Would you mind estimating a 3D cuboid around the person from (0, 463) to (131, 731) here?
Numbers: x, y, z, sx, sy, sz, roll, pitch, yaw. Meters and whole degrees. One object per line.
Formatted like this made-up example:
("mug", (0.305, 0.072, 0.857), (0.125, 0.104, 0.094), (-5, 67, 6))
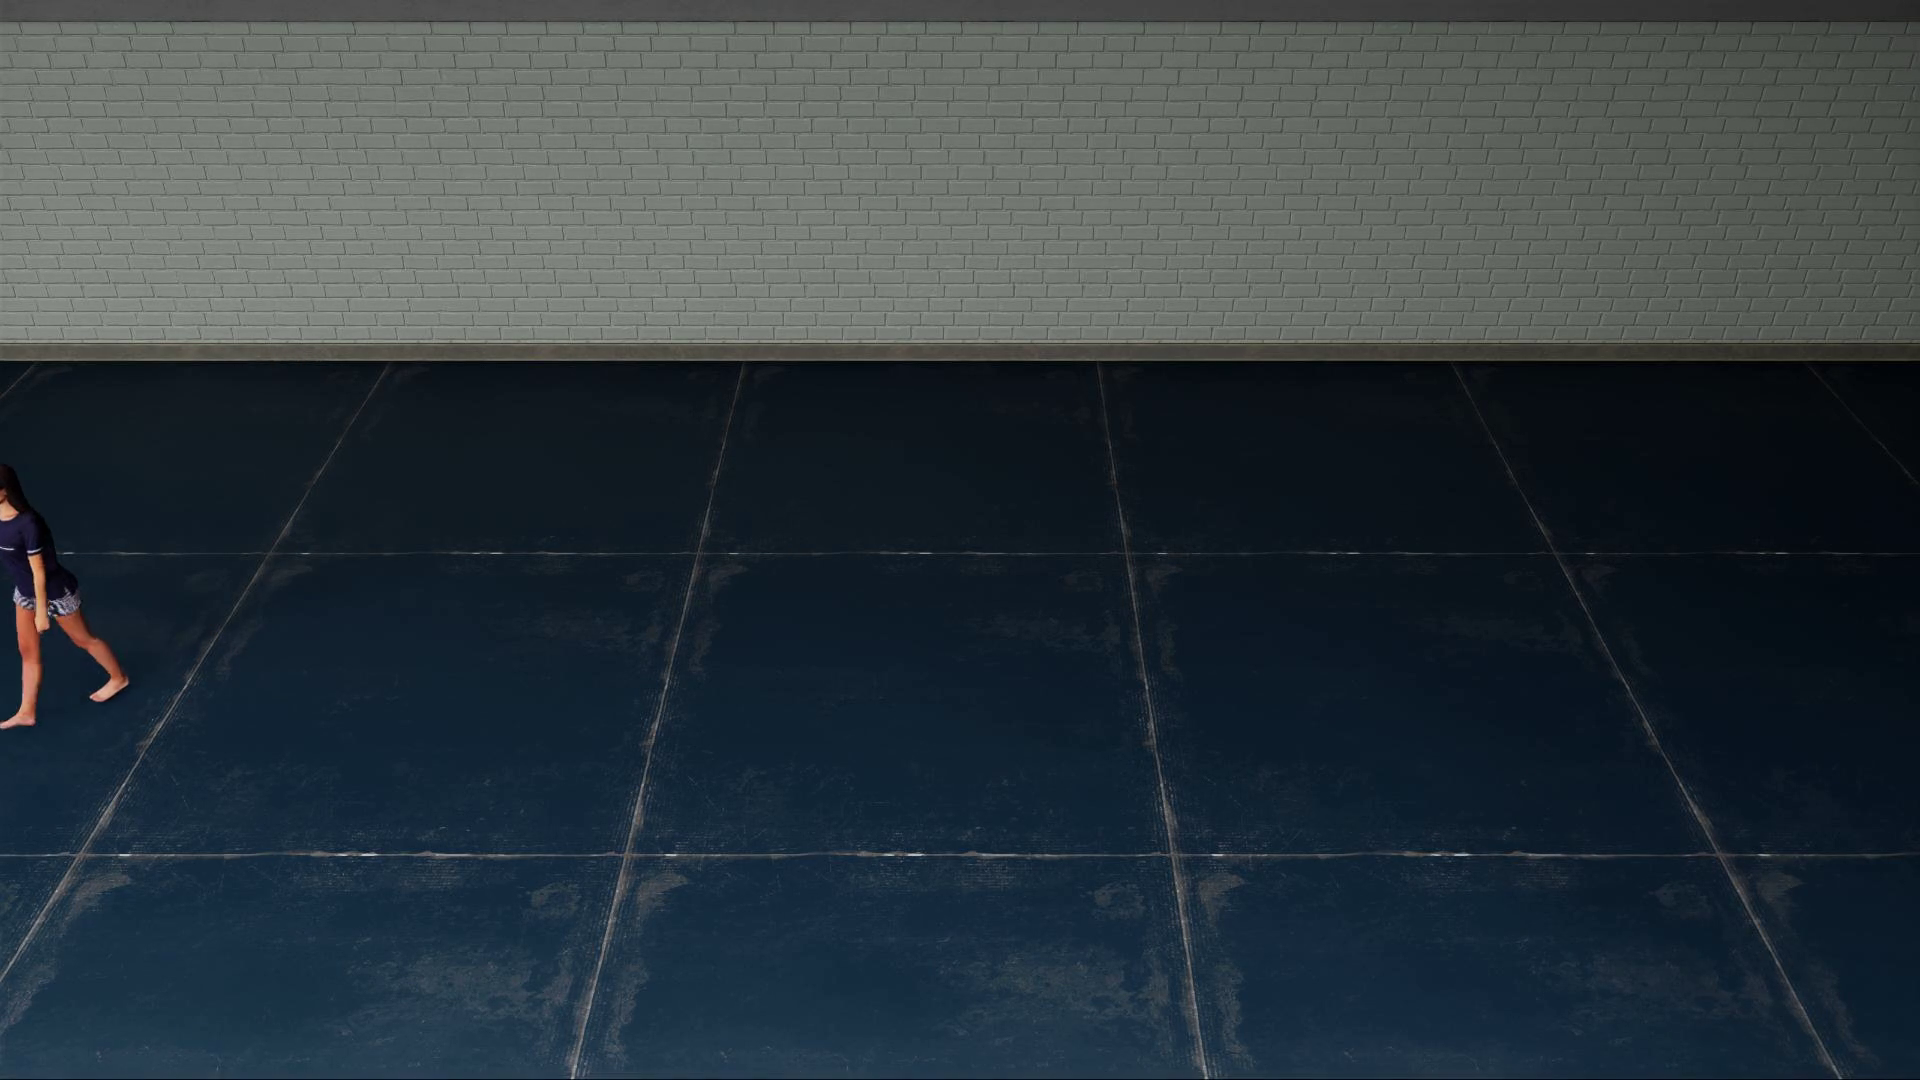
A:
("person", (-5.272, 0.275, 9.766), (0.989, 1.730, 1.102), (24, 40, 32))
